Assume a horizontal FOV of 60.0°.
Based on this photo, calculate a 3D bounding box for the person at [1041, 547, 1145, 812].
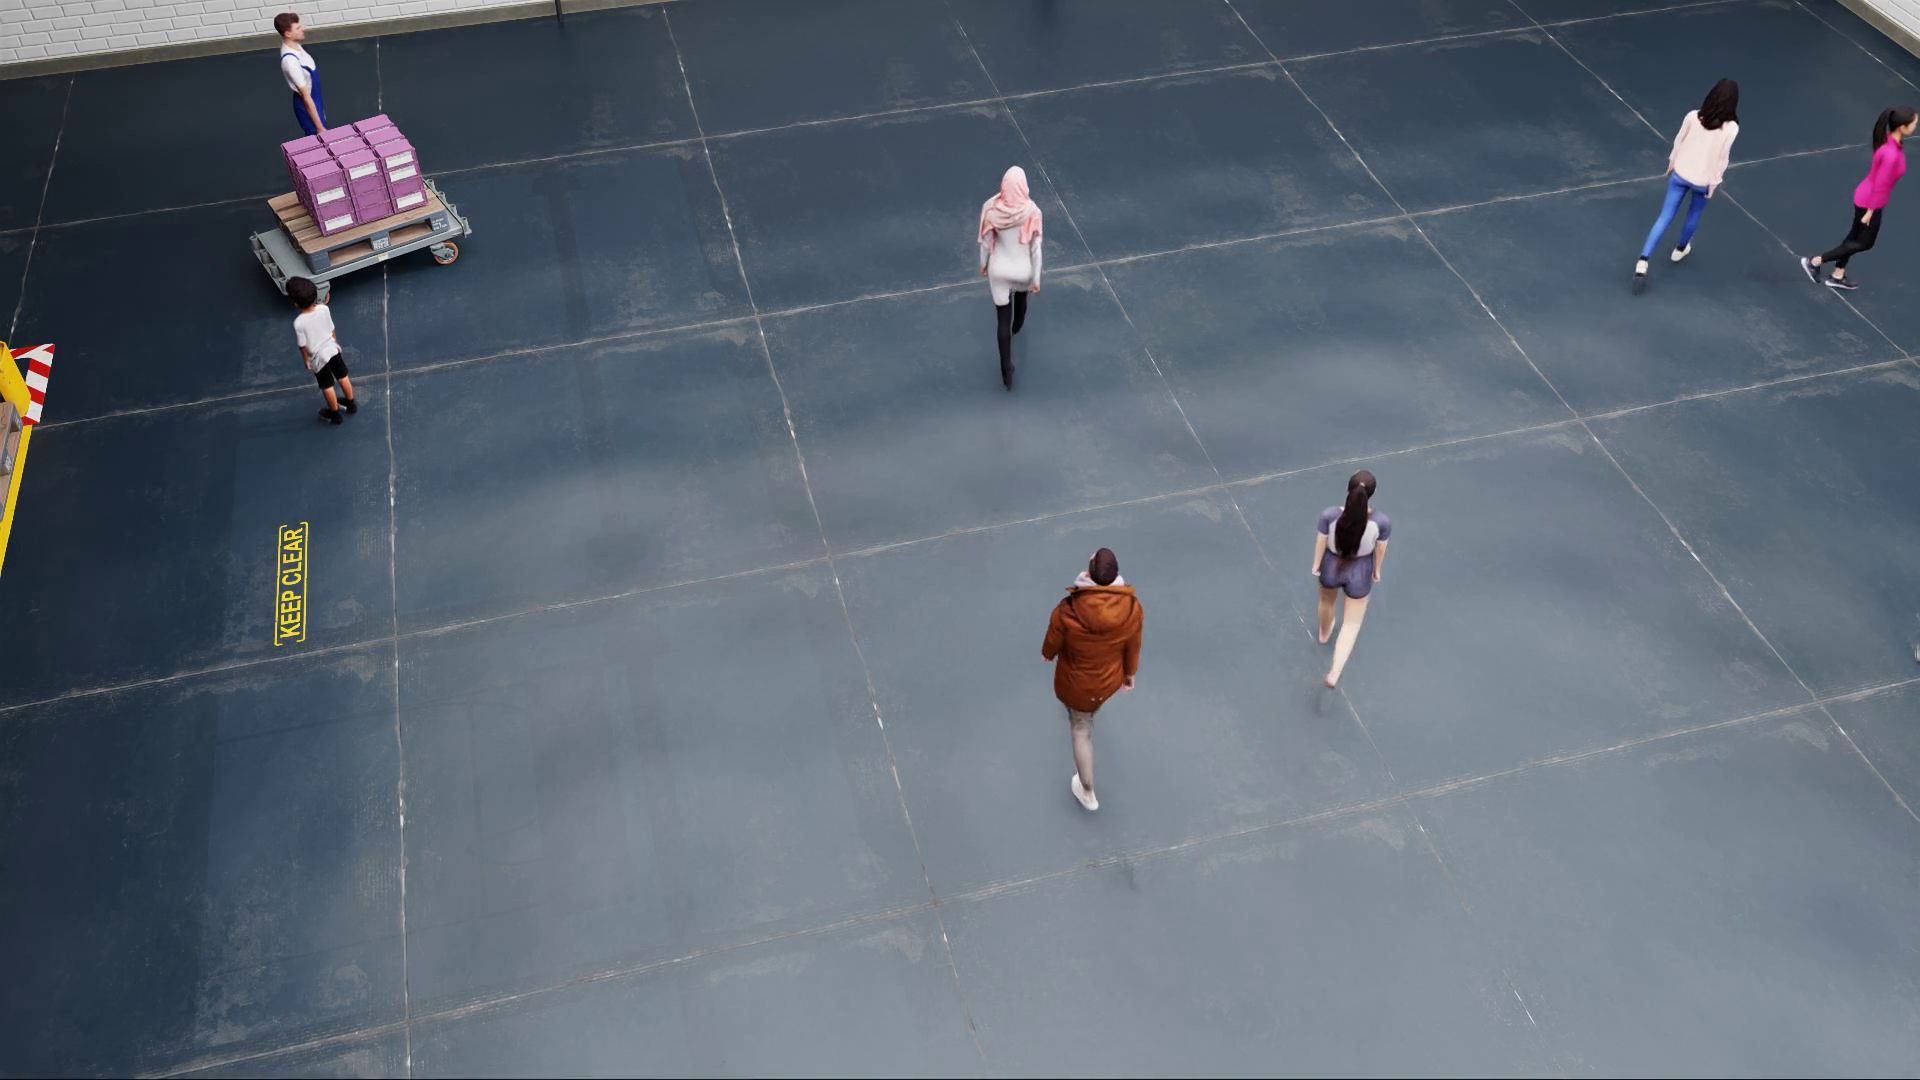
[{"bbox_3d":[0.785,0.857,9.764,0.686,1.782,1.110,-10,45,-10],"label":"person"}]

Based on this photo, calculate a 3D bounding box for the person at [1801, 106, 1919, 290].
[{"bbox_3d":[7.389,-2.799,13.670,0.844,1.688,0.817,12,45,12],"label":"person"}]

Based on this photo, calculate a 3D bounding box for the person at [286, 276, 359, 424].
[{"bbox_3d":[-4.815,-1.444,12.560,0.619,1.256,0.569,28,50,26],"label":"person"}]

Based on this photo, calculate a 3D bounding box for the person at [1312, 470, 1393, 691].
[{"bbox_3d":[2.443,0.256,10.508,0.928,1.627,1.068,13,45,13],"label":"person"}]

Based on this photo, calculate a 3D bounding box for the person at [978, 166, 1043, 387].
[{"bbox_3d":[0.384,-1.990,12.775,0.935,1.751,1.241,4,44,4],"label":"person"}]

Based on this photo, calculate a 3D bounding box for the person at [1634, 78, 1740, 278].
[{"bbox_3d":[6.023,-2.937,13.782,1.171,1.734,1.099,32,52,29],"label":"person"}]

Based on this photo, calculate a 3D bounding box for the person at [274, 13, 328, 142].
[{"bbox_3d":[-5.678,-3.742,14.542,0.696,1.851,0.519,-14,45,-14],"label":"person"}]
